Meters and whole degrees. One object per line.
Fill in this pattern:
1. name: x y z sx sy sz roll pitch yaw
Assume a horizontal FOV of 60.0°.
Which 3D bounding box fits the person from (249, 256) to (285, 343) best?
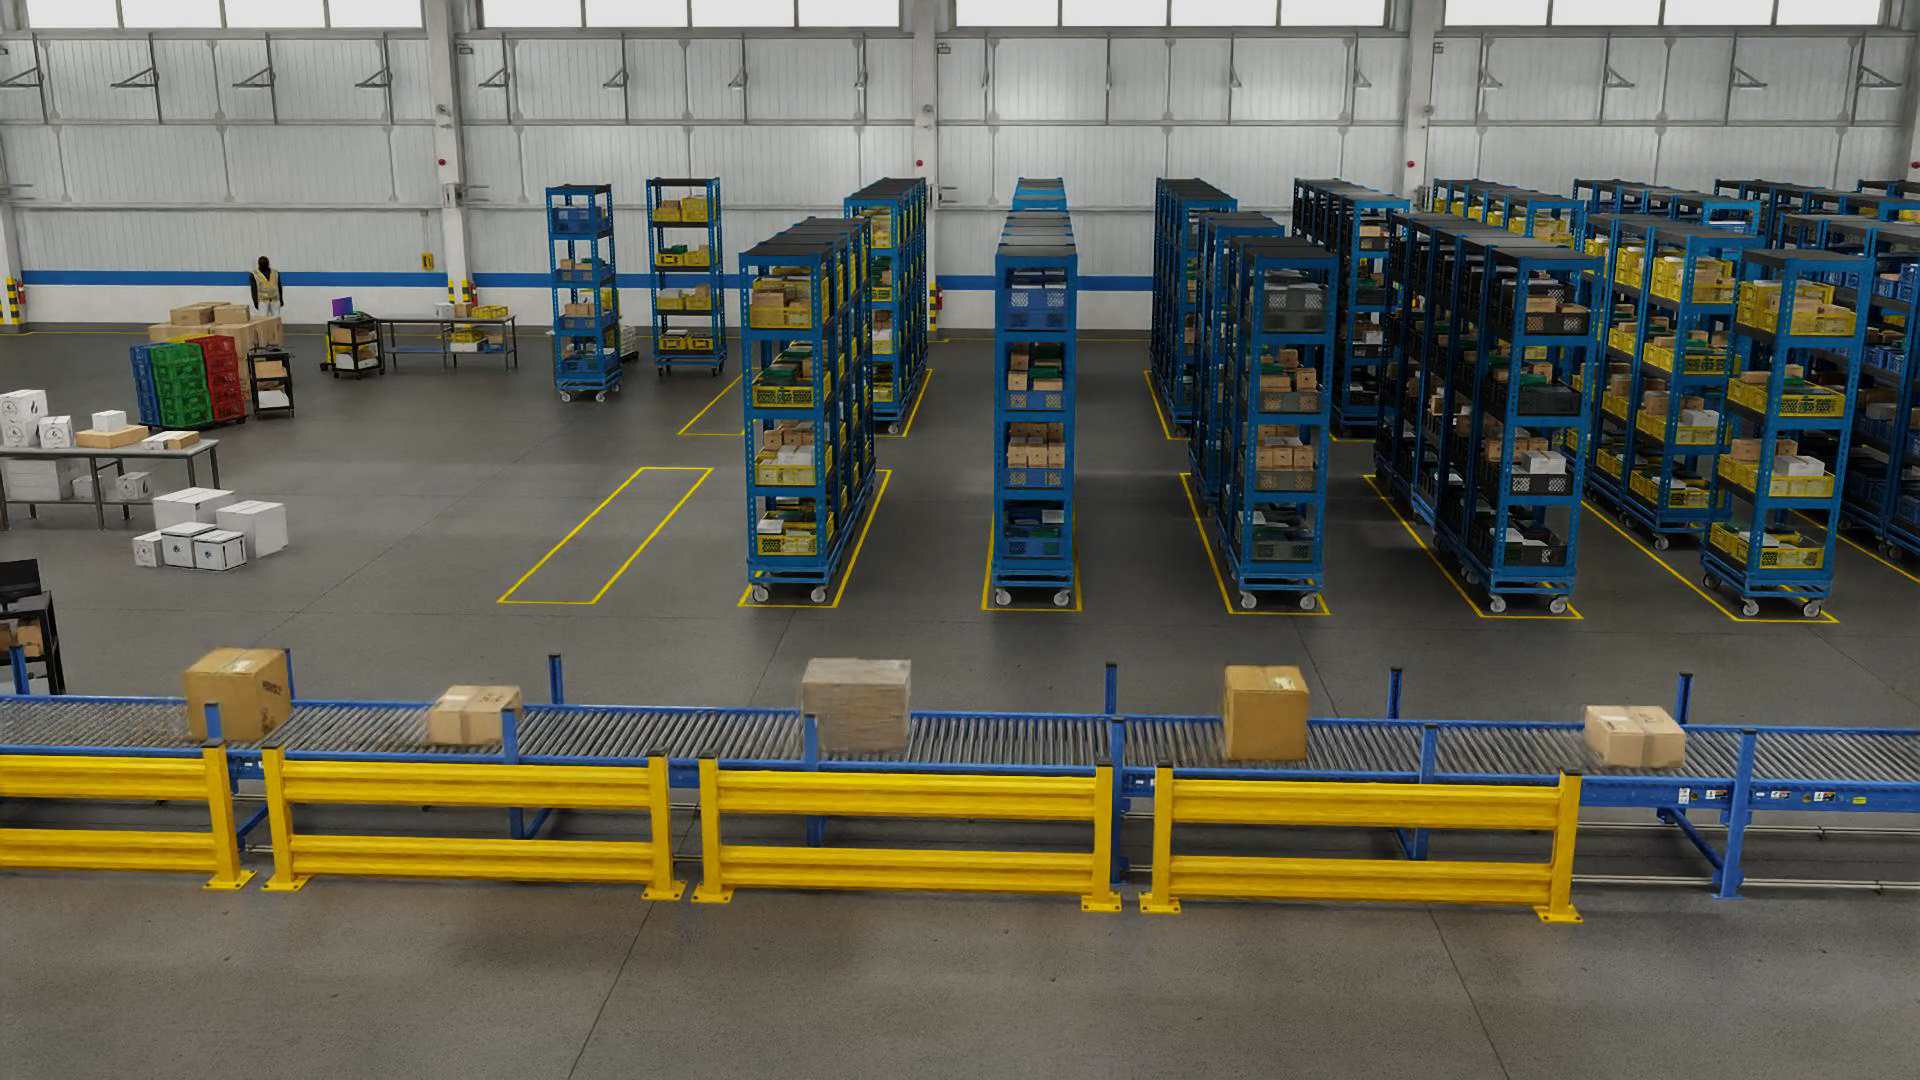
1. person: -14.388 -4.980 34.568 0.635 1.831 0.429 -13 20 -41
